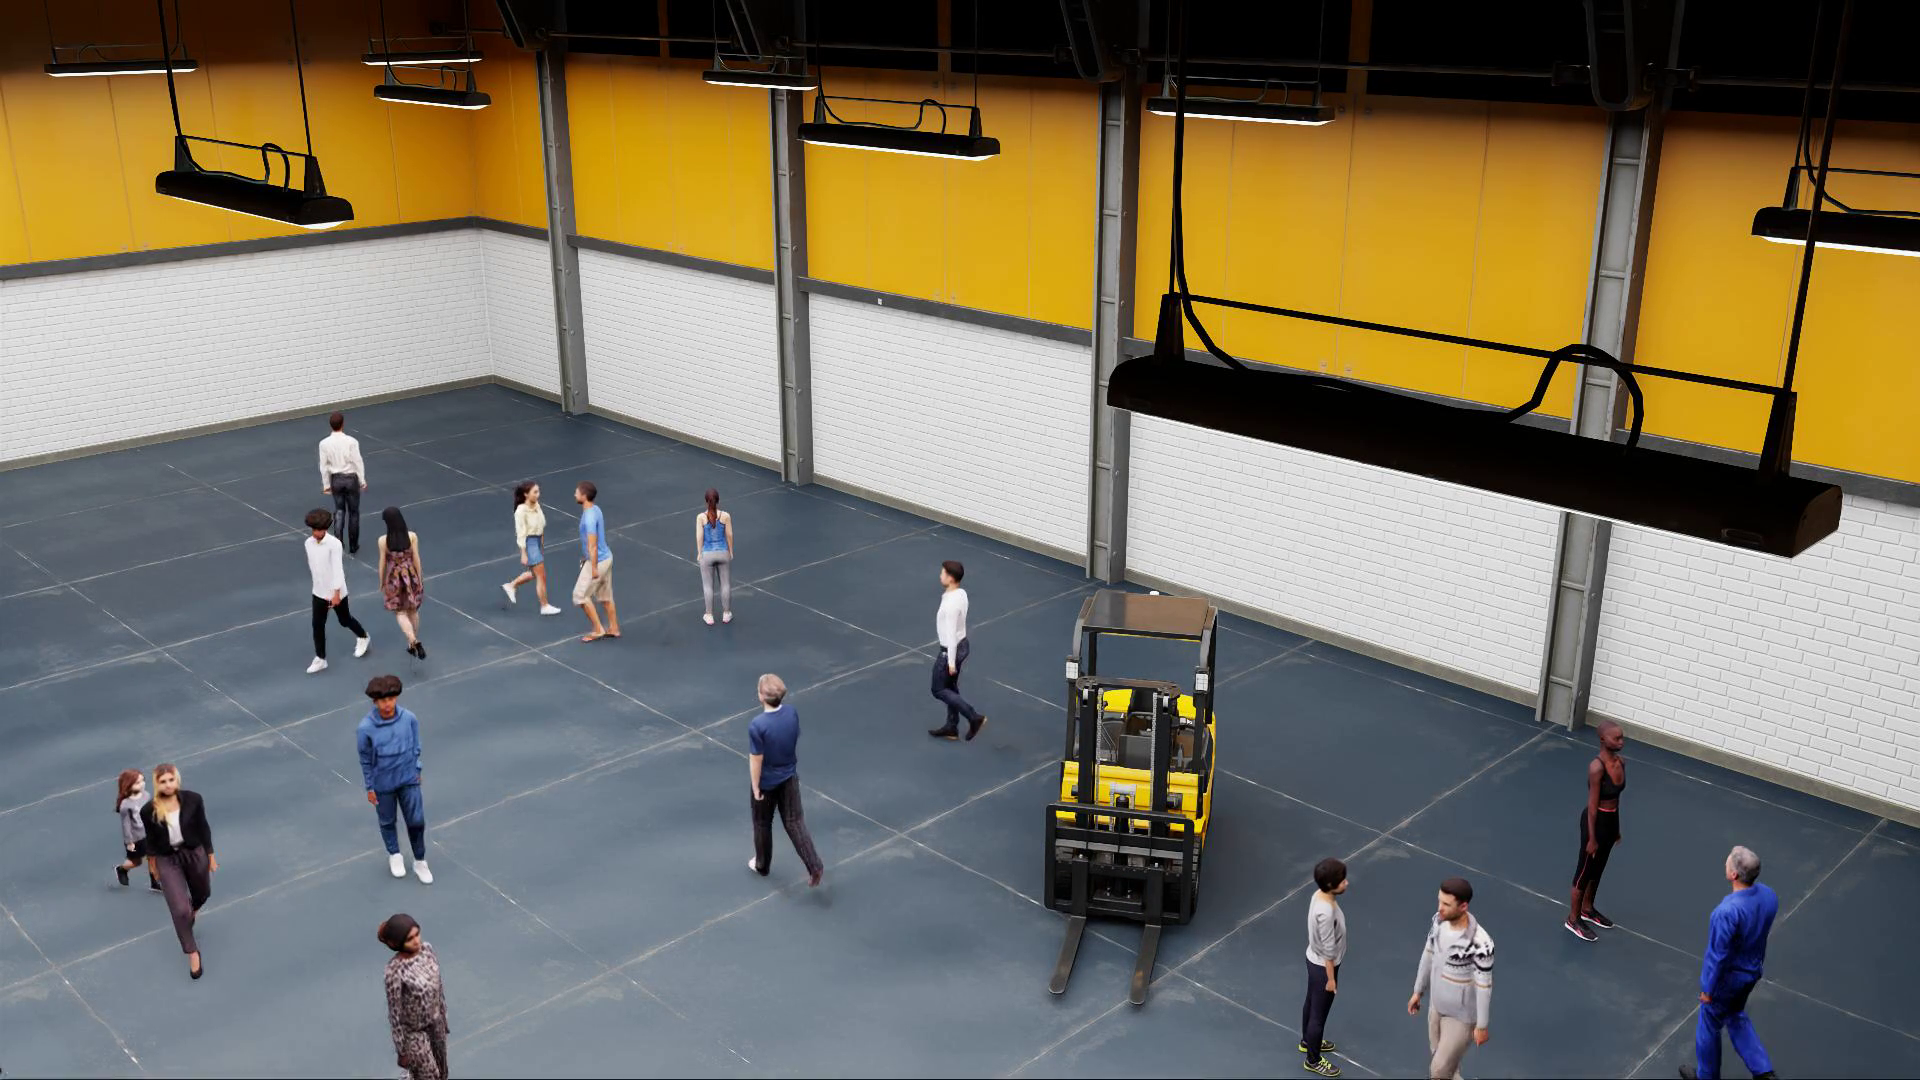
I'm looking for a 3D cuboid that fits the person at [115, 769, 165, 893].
[{"bbox_3d":[-6.703,2.364,13.491,0.754,1.094,0.635,6,20,17],"label":"person"}]

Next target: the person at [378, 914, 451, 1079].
[{"bbox_3d":[-3.435,3.079,10.420,1.014,1.698,0.782,9,20,24],"label":"person"}]

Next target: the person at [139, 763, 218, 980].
[{"bbox_3d":[-5.834,2.414,12.479,0.762,1.645,1.062,-11,22,-30],"label":"person"}]

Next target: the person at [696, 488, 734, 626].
[{"bbox_3d":[-2.829,0.180,19.169,0.656,1.609,0.674,-5,19,-16],"label":"person"}]

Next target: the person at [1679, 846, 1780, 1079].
[{"bbox_3d":[5.116,2.873,10.849,0.869,1.814,0.940,-11,21,-29],"label":"person"}]

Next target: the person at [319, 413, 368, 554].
[{"bbox_3d":[-7.929,-0.699,21.390,0.852,1.858,0.910,-2,19,-6],"label":"person"}]

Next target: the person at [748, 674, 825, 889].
[{"bbox_3d":[-1.433,1.973,13.470,0.764,1.848,1.113,-14,23,-35],"label":"person"}]

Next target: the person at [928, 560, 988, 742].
[{"bbox_3d":[0.008,1.097,16.069,0.973,1.849,0.834,6,20,17],"label":"person"}]

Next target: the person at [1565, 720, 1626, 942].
[{"bbox_3d":[4.945,2.215,12.893,0.579,1.758,0.526,-16,25,-40],"label":"person"}]

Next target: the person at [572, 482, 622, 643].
[{"bbox_3d":[-3.974,0.245,18.606,0.872,1.845,0.814,1,19,3],"label":"person"}]

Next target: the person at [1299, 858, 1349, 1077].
[{"bbox_3d":[2.457,2.861,11.293,0.661,1.554,0.615,1,19,4],"label":"person"}]

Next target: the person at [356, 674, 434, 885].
[{"bbox_3d":[-4.688,1.925,13.699,0.794,1.793,0.866,-9,21,-25],"label":"person"}]

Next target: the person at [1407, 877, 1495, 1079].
[{"bbox_3d":[3.219,2.952,10.584,0.848,1.835,0.740,-6,20,-17],"label":"person"}]

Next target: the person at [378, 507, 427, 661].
[{"bbox_3d":[-6.001,0.522,17.932,0.704,1.750,1.019,-12,22,-32],"label":"person"}]

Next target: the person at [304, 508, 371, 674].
[{"bbox_3d":[-6.747,0.499,17.955,1.108,1.778,1.023,5,19,15],"label":"person"}]

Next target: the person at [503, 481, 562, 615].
[{"bbox_3d":[-5.065,0.098,19.406,1.098,1.613,0.949,5,19,13],"label":"person"}]
